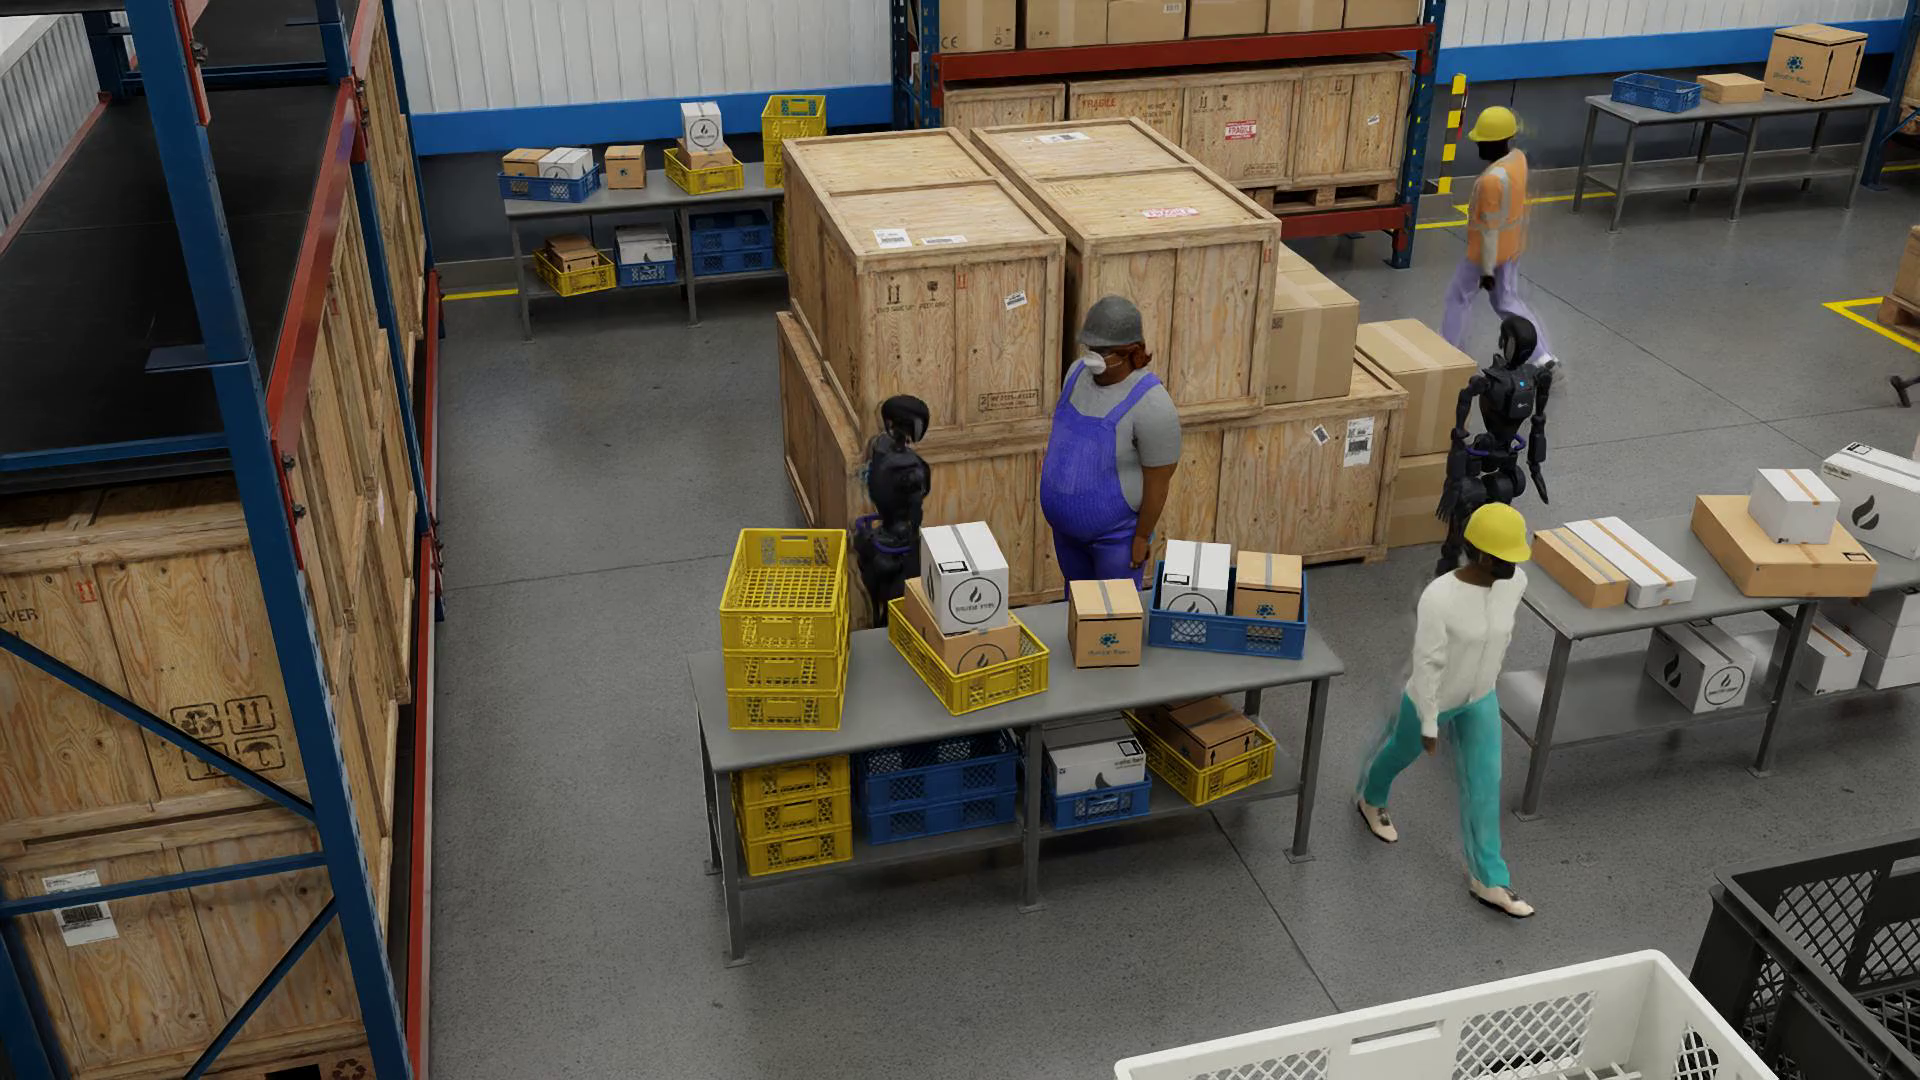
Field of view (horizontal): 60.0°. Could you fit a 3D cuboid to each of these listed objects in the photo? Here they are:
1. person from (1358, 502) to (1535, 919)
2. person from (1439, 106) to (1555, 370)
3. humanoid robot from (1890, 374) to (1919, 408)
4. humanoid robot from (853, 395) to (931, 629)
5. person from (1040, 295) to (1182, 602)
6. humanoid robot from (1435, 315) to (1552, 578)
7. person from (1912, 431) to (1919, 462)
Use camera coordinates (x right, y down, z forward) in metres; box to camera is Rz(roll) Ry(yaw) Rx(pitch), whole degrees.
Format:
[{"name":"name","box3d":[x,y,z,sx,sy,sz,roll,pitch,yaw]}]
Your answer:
[{"name":"person","box3d":[1.949,0.617,6.503,0.533,1.708,0.946,-11,31,-19]},{"name":"person","box3d":[3.535,-1.920,10.930,0.909,1.879,0.612,23,36,36]},{"name":"humanoid robot","box3d":[6.436,-1.575,10.545,0.605,1.639,0.570,11,31,19]},{"name":"humanoid robot","box3d":[-0.243,0.092,7.501,0.498,1.640,0.552,-15,32,-26]},{"name":"person","box3d":[0.616,-0.133,7.524,0.538,2.000,0.681,-21,35,-33]},{"name":"humanoid robot","box3d":[2.634,-0.321,8.228,0.599,1.653,0.331,-10,31,-18]},{"name":"person","box3d":[4.795,-0.350,7.974,0.615,1.986,0.395,-13,31,-22]}]
